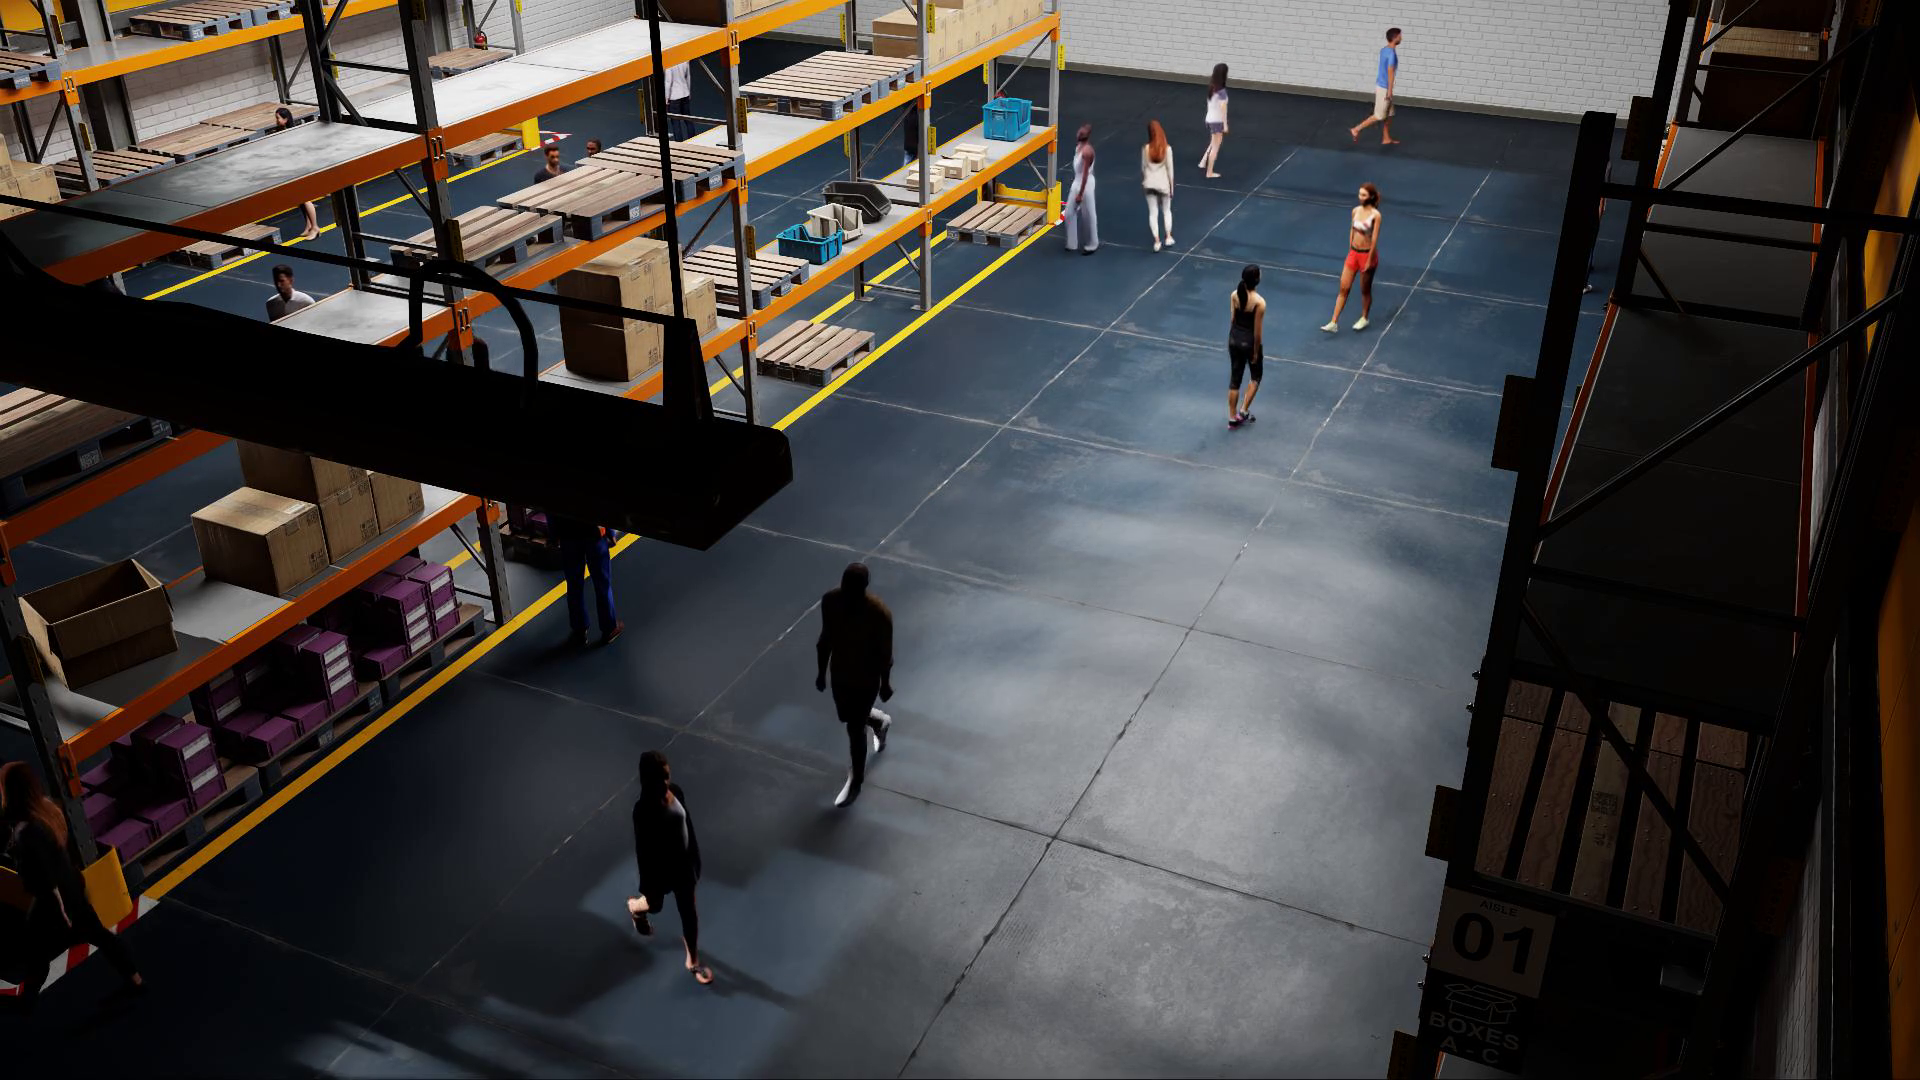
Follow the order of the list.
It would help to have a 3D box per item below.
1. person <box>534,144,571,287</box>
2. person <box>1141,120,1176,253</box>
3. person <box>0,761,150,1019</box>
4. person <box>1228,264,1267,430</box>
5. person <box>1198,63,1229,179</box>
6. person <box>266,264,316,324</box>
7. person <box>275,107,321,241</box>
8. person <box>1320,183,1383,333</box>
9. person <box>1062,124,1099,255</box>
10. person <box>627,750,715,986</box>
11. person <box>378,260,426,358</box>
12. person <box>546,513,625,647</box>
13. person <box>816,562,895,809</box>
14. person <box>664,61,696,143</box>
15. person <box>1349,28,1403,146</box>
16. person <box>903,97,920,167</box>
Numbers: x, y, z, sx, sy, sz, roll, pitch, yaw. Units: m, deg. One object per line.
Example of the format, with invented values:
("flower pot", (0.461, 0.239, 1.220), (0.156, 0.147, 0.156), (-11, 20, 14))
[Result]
("person", (-4.928, -3.912, 20.336), (1.094, 1.828, 1.100), (-16, 32, -26))
("person", (2.545, -4.587, 21.738), (0.724, 1.670, 0.751), (10, 30, 18))
("person", (-5.104, 2.032, 9.613), (1.103, 1.662, 1.130), (-7, 29, -12))
("person", (2.817, -1.924, 16.809), (0.622, 1.716, 0.666), (21, 35, 33))
("person", (3.723, -6.208, 24.681), (0.789, 1.697, 0.722), (-8, 30, -14))
("person", (-6.556, -1.856, 16.531), (0.737, 1.861, 0.679), (3, 29, 6))
("person", (-8.853, -4.886, 22.183), (0.795, 1.769, 0.774), (-19, 34, -31))
("person", (4.703, -3.249, 19.191), (1.086, 1.759, 0.811), (-25, 37, -38))
("person", (1.643, -4.531, 21.551), (0.866, 1.750, 0.806), (-5, 29, -8))
("person", (-1.809, 1.903, 9.984), (1.033, 1.531, 0.877), (-23, 36, -36))
("person", (-5.629, -1.850, 16.585), (0.755, 1.799, 1.171), (15, 32, 26))
("person", (-2.983, -0.022, 13.165), (0.775, 1.864, 0.763), (0, 29, 0))
("person", (-0.689, 0.912, 11.524), (0.798, 1.797, 1.100), (17, 33, 28))
("person", (-4.378, -6.926, 25.834), (0.794, 1.853, 0.606), (21, 35, 34))
("person", (6.591, -7.095, 26.162), (1.025, 1.837, 1.139), (-1, 29, -2))
("person", (-0.686, -5.371, 23.177), (0.810, 1.668, 1.175), (24, 37, 37))
